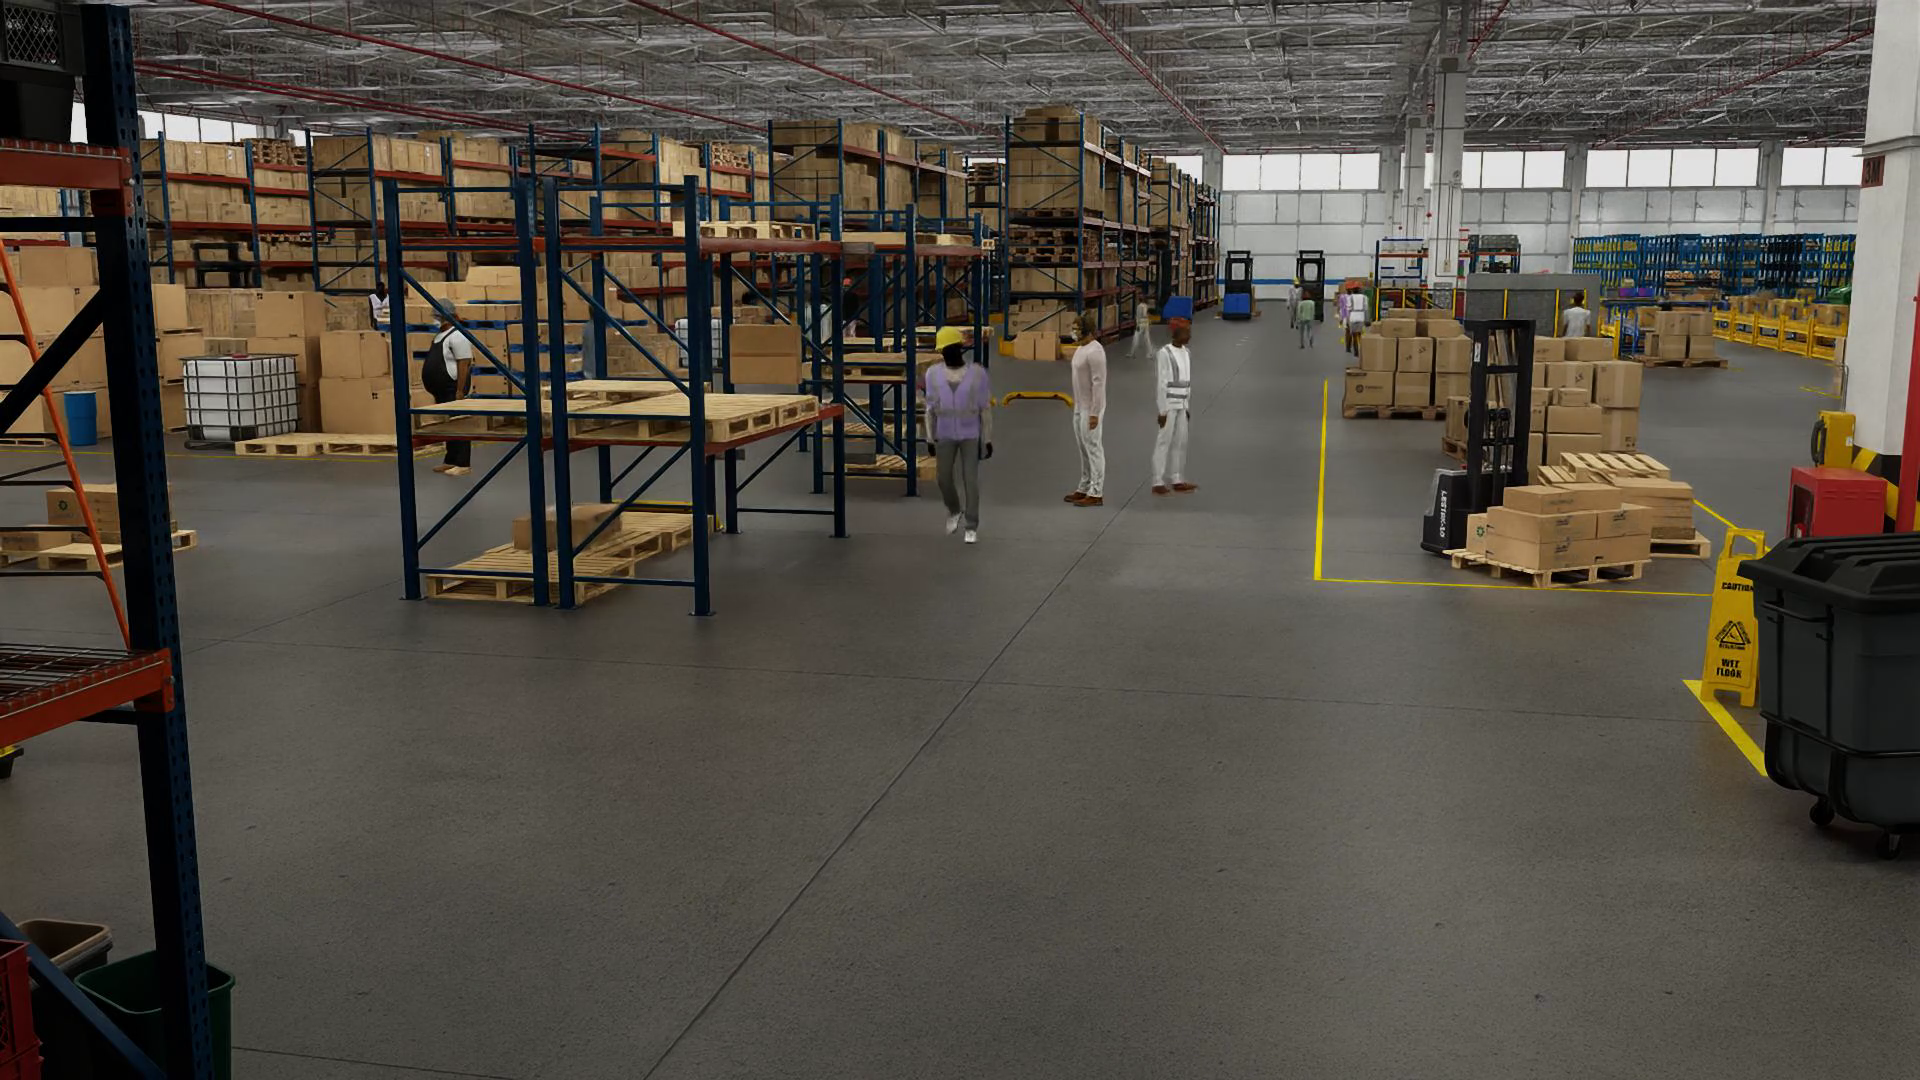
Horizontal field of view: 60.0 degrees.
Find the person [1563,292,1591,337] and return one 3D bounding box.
[{"bbox_3d":[11.526,-3.691,31.111,0.520,1.859,0.372,4,10,23],"label":"person"}]

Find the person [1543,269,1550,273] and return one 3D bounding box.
[{"bbox_3d":[28.232,-12.012,79.992,0.672,1.975,0.646,1,10,4],"label":"person"}]

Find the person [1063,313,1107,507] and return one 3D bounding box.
[{"bbox_3d":[1.280,-1.300,16.701,0.377,1.936,0.628,-2,10,-12],"label":"person"}]

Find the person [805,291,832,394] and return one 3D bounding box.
[{"bbox_3d":[-2.586,-3.626,30.599,0.700,1.903,0.386,-8,12,-38],"label":"person"}]

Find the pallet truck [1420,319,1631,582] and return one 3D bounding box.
[{"bbox_3d":[4.543,-0.757,13.299,0.823,1.965,1.885,-4,10,-22],"label":"pallet truck"}]

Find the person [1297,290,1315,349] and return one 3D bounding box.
[{"bbox_3d":[9.532,-6.054,45.768,0.510,1.617,0.424,-1,10,-6],"label":"person"}]

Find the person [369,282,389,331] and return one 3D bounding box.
[{"bbox_3d":[-14.557,-5.538,41.878,0.587,1.911,0.397,-5,11,-28],"label":"person"}]

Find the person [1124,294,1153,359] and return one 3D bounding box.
[{"bbox_3d":[4.452,-5.290,41.284,0.784,1.600,0.584,7,12,35],"label":"person"}]

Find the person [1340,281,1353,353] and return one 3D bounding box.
[{"bbox_3d":[10.390,-5.959,44.392,0.555,1.905,0.774,0,10,2],"label":"person"}]

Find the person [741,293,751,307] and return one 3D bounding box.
[{"bbox_3d":[-5.077,-5.140,40.193,0.650,1.678,0.538,0,10,0],"label":"person"}]

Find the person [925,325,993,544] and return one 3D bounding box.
[{"bbox_3d":[0.003,-0.926,14.560,0.637,1.905,0.443,2,10,10],"label":"person"}]

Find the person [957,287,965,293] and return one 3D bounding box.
[{"bbox_3d":[-0.018,-8.723,60.932,0.634,1.841,0.429,4,11,24],"label":"person"}]

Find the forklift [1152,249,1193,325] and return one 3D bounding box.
[{"bbox_3d":[7.646,-9.320,61.395,1.873,2.768,1.129,2,10,11],"label":"forklift"}]

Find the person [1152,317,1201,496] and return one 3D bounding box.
[{"bbox_3d":[2.279,-1.392,17.450,0.482,1.871,0.634,7,12,34],"label":"person"}]

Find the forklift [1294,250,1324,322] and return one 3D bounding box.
[{"bbox_3d":[13.778,-10.002,65.433,1.129,2.768,1.873,2,10,12],"label":"forklift"}]

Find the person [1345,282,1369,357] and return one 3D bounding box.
[{"bbox_3d":[10.102,-5.619,42.385,0.606,1.897,0.475,0,10,-3],"label":"person"}]

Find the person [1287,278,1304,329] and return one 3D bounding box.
[{"bbox_3d":[11.920,-8.384,59.019,0.595,1.812,0.650,1,10,4],"label":"person"}]

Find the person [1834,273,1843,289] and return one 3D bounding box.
[{"bbox_3d":[42.849,-12.109,81.008,0.598,1.830,0.403,1,10,7],"label":"person"}]

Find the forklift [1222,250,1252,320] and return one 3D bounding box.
[{"bbox_3d":[11.256,-10.330,67.379,1.129,2.768,1.873,2,10,12],"label":"forklift"}]

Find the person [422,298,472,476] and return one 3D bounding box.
[{"bbox_3d":[-5.900,-1.760,19.109,0.537,2.000,0.689,-7,12,-35],"label":"person"}]

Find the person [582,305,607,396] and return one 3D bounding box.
[{"bbox_3d":[-4.834,-2.214,22.105,0.355,1.936,0.635,-1,10,-6],"label":"person"}]

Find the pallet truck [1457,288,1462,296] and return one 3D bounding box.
[{"bbox_3d":[20.506,-9.785,68.819,0.653,1.274,1.630,2,10,12],"label":"pallet truck"}]

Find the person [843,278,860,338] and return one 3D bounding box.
[{"bbox_3d":[-2.815,-5.532,41.582,0.622,1.994,0.381,-3,10,-16],"label":"person"}]

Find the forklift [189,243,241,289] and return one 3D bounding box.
[{"bbox_3d":[-16.061,-5.037,36.032,1.873,2.768,1.129,9,13,43],"label":"forklift"}]
